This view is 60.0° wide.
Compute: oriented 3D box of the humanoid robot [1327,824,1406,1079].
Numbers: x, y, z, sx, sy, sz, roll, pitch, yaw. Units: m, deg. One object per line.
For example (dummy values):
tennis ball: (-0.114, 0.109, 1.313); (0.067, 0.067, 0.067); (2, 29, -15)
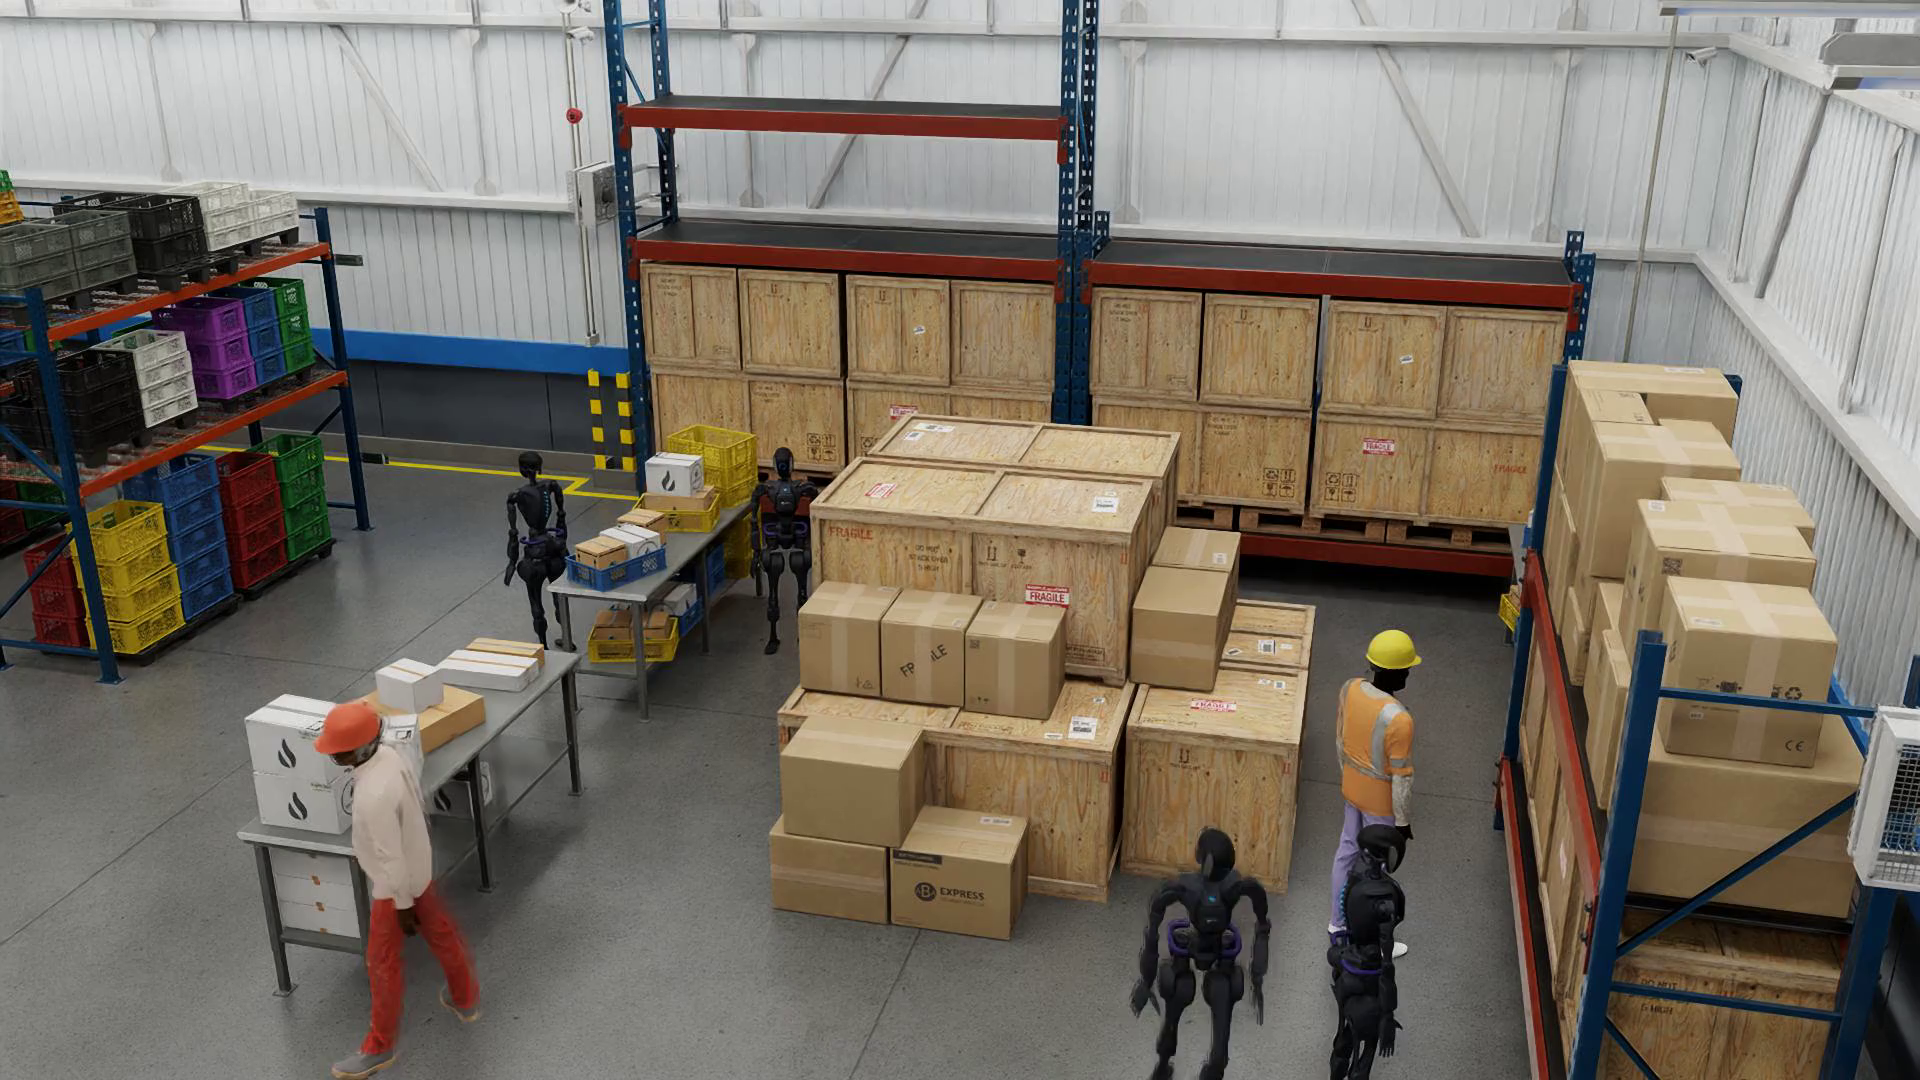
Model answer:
humanoid robot: (1.879, 2.045, 7.705); (0.308, 1.656, 0.613); (-2, 21, -4)

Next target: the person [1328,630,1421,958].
person: (2.273, 1.383, 9.105); (0.361, 1.927, 0.584); (-9, 23, -22)

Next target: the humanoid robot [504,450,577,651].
humanoid robot: (-3.225, 0.111, 12.764); (0.315, 1.657, 0.609); (14, 25, 32)

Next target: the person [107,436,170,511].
person: (-7.171, -0.620, 14.427); (0.568, 1.868, 0.464); (3, 21, 9)

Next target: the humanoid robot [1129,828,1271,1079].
humanoid robot: (1.108, 2.019, 7.863); (0.651, 1.630, 0.569); (1, 21, 2)

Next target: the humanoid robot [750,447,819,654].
humanoid robot: (-1.333, 0.082, 12.838); (0.594, 1.657, 0.325); (-3, 21, -9)

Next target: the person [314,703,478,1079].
person: (-2.848, 1.678, 8.319); (0.687, 1.952, 0.674); (-4, 21, -10)
